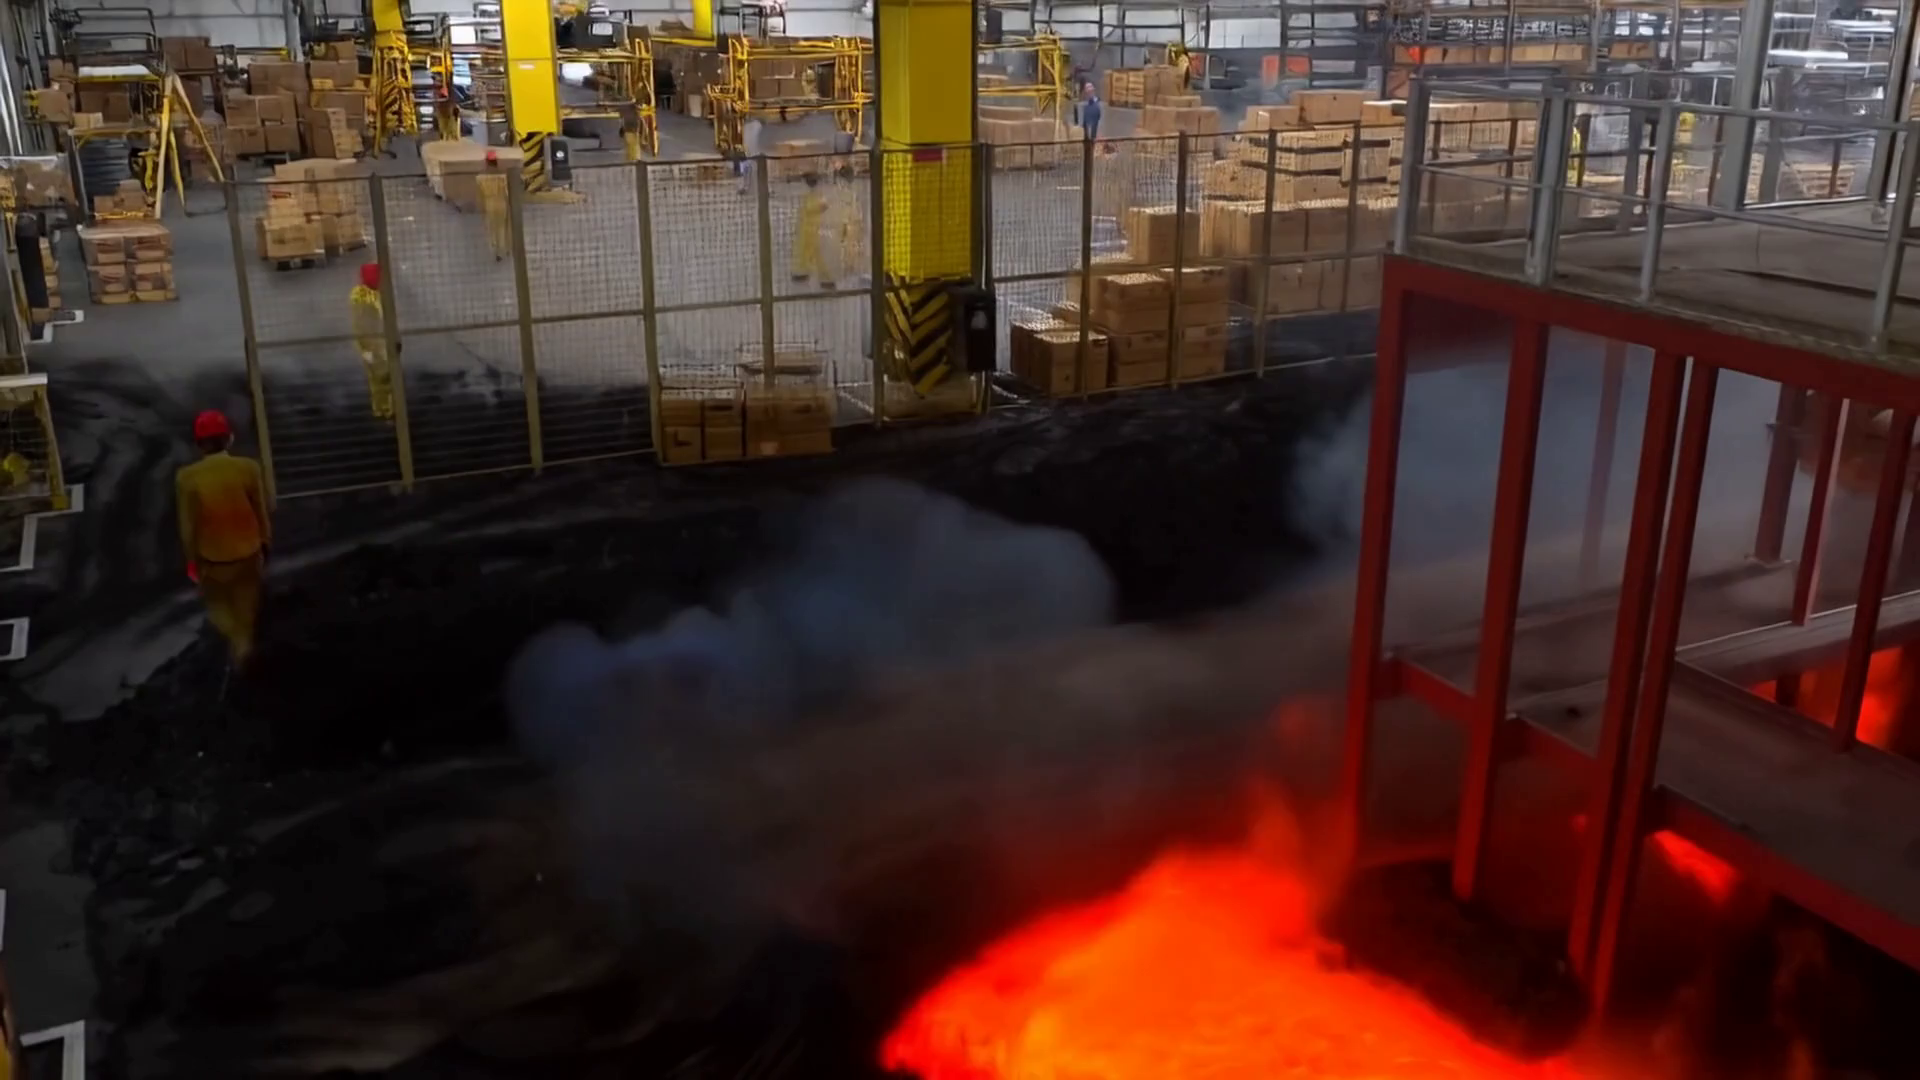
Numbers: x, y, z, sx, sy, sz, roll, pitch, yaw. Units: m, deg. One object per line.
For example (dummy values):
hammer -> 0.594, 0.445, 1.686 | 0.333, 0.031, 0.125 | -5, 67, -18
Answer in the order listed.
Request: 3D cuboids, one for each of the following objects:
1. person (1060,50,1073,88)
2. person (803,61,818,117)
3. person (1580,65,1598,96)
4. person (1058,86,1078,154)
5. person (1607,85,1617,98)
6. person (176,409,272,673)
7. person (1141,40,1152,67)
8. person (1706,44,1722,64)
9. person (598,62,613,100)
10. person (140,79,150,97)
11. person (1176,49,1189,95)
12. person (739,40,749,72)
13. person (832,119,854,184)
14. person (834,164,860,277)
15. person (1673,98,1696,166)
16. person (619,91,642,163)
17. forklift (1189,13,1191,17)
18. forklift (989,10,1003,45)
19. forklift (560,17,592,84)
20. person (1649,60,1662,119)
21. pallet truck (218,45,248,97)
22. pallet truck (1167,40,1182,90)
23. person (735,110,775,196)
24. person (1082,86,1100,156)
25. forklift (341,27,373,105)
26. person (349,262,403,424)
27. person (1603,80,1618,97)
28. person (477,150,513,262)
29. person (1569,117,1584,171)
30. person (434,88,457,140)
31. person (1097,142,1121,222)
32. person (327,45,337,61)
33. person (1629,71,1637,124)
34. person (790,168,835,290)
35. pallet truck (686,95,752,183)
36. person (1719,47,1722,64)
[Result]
person -> 4.503, -19.913, 70.328 | 0.527, 1.590, 0.855 | -15, 24, -36
person -> -5.135, -15.469, 57.051 | 0.583, 1.860, 0.475 | -11, 22, -29
person -> 19.703, -13.856, 52.104 | 0.540, 2.000, 0.686 | 1, 19, 2
person -> 2.953, -11.515, 45.618 | 0.571, 1.836, 0.473 | 0, 19, -1
person -> 17.751, -11.487, 45.494 | 0.519, 1.873, 0.328 | -9, 21, -24
person -> -5.260, 0.028, 11.947 | 0.650, 1.976, 0.437 | -17, 25, -40
person -> 8.273, -21.300, 73.985 | 0.429, 1.840, 0.636 | 9, 21, 23
person -> 31.290, -19.663, 69.201 | 0.634, 1.870, 0.971 | 14, 24, 35
person -> -13.329, -17.430, 62.638 | 0.561, 1.925, 0.599 | -9, 21, -24
person -> -25.113, -13.428, 51.485 | 0.514, 1.634, 0.313 | 9, 21, 25
person -> 8.571, -17.915, 64.065 | 0.391, 1.913, 0.588 | -17, 26, -41
person -> -9.263, -20.380, 71.171 | 0.628, 1.940, 0.378 | -6, 20, -16
person -> -2.621, -8.611, 37.433 | 0.534, 1.692, 0.321 | 8, 20, 21
person -> -1.869, -5.316, 27.650 | 0.429, 1.844, 0.625 | -2, 19, -6
person -> 17.528, -9.763, 40.453 | 0.552, 1.898, 0.920 | 1, 19, 1
person -> -8.490, -10.541, 42.702 | 0.596, 1.906, 0.789 | 9, 21, 24
forklift -> 10.508, -23.776, 79.592 | 1.129, 2.768, 1.873 | -9, 21, -25
forklift -> 1.818, -25.209, 83.747 | 1.873, 2.768, 1.129 | -9, 21, -25
forklift -> -16.414, -21.275, 72.343 | 1.873, 2.768, 1.129 | -12, 22, -31
person -> 23.288, -15.149, 56.011 | 1.043, 1.948, 0.632 | -12, 22, -30
pallet truck -> -28.879, -18.665, 66.111 | 0.823, 1.965, 1.885 | -3, 19, -9
pallet truck -> 9.045, -19.971, 69.895 | 0.823, 1.965, 1.885 | -3, 19, -8
person -> -4.610, -8.655, 37.245 | 0.973, 1.904, 0.643 | 9, 21, 23
person -> 3.566, -11.415, 45.328 | 0.506, 1.843, 0.350 | -1, 19, -2
forklift -> -22.275, -17.346, 60.954 | 1.873, 2.768, 1.129 | -9, 21, -25
person -> -6.523, -2.222, 18.707 | 0.430, 1.831, 0.637 | 8, 21, 22
person -> 18.801, -12.510, 48.314 | 0.361, 1.962, 0.612 | -3, 19, -10
person -> -8.097, -5.871, 29.162 | 0.621, 1.897, 0.807 | -1, 19, -2
person -> 13.177, -8.122, 35.667 | 0.371, 1.916, 0.597 | 14, 23, 35
person -> -13.583, -10.985, 43.992 | 0.550, 1.902, 0.971 | -6, 20, -17
person -> 2.954, -7.103, 33.044 | 0.488, 1.697, 0.915 | 5, 20, 15
person -> -28.484, -21.729, 75.098 | 0.643, 1.925, 0.660 | 3, 19, 7
person -> 22.180, -14.531, 54.489 | 0.322, 1.761, 0.522 | 14, 24, 36
person -> -2.384, -4.958, 26.521 | 0.972, 1.899, 0.622 | 7, 20, 19
pallet truck -> -5.836, -9.608, 39.856 | 0.823, 1.965, 1.885 | 10, 22, 27
person -> 32.769, -20.588, 72.180 | 0.812, 1.659, 0.557 | 15, 24, 38
